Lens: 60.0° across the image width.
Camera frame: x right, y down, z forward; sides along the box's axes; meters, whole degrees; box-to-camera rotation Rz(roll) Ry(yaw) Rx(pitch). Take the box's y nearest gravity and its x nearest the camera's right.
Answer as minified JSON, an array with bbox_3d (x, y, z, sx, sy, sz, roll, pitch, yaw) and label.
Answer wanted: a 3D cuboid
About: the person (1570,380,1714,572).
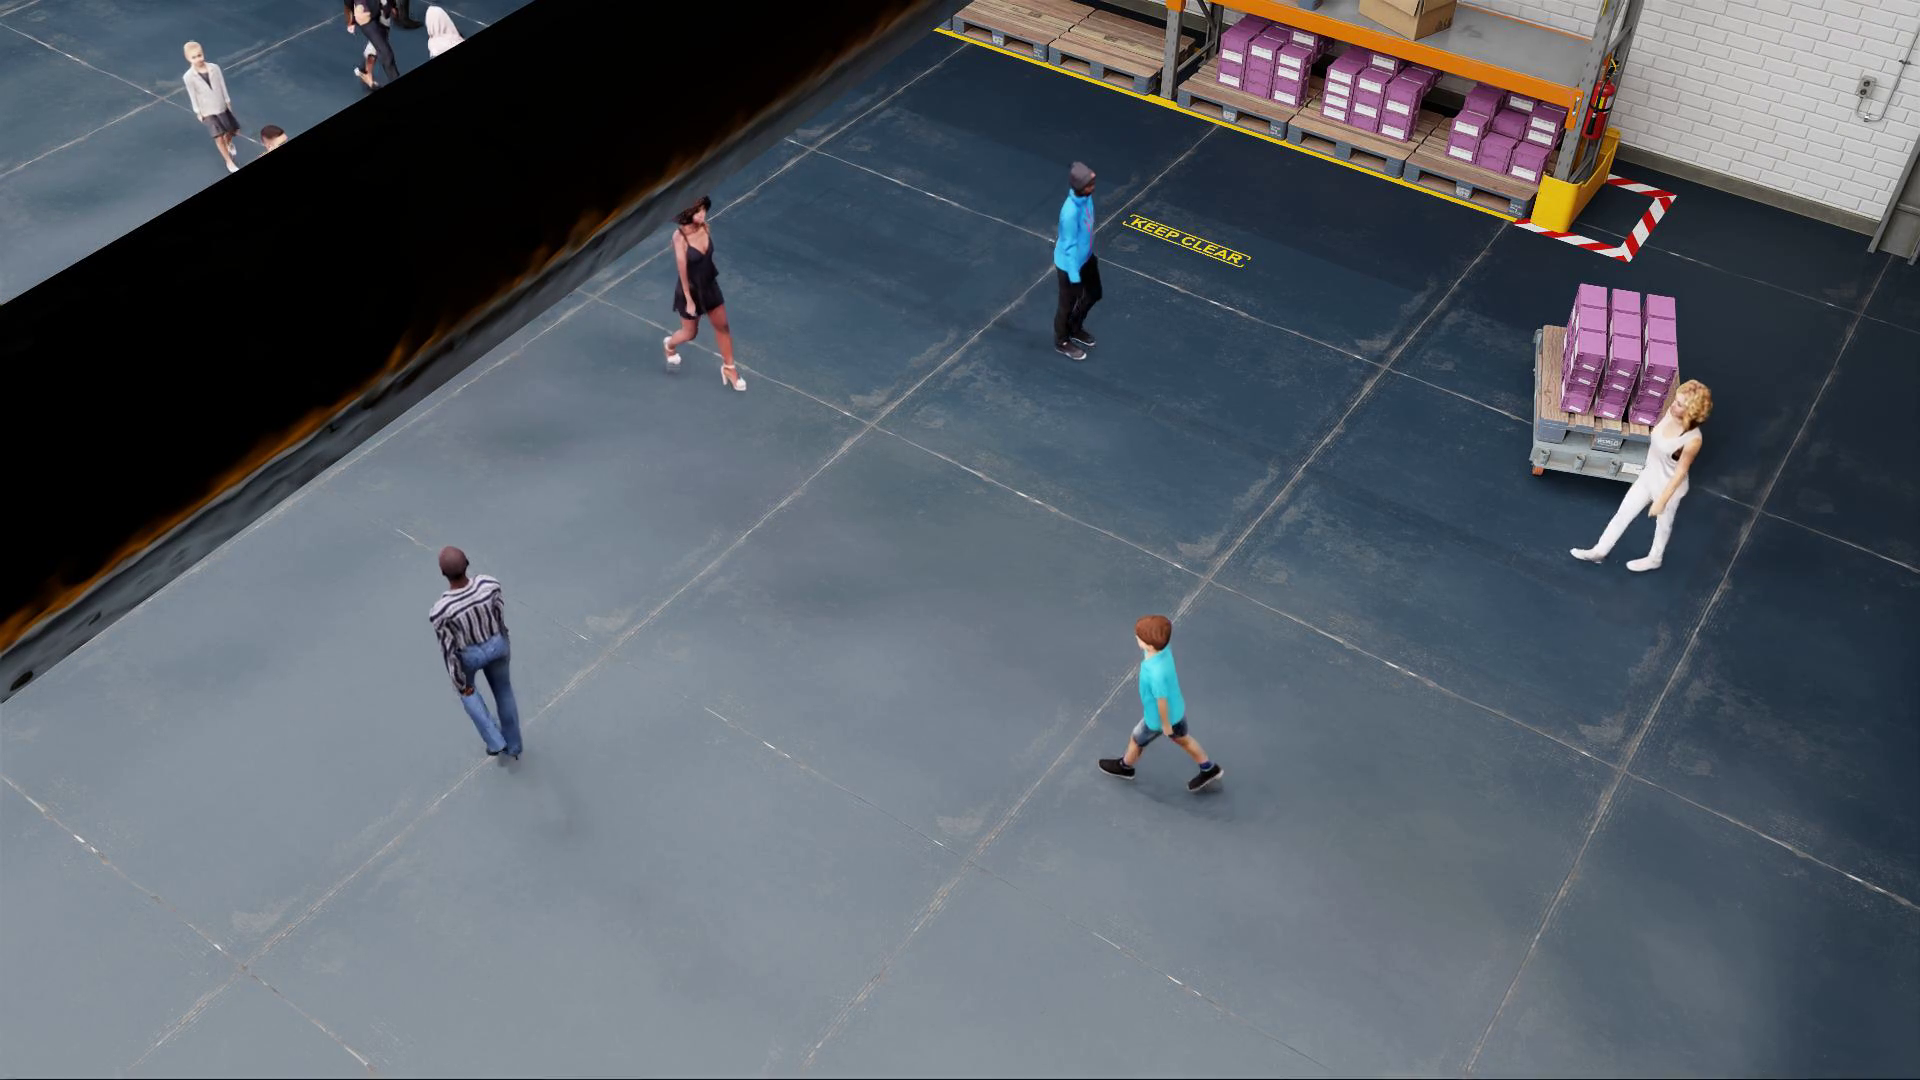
[{"bbox_3d":[4.881,-0.398,11.347,1.008,1.648,0.933,-5,44,-5],"label":"person"}]

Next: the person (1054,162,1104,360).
[{"bbox_3d":[0.822,-2.217,13.156,0.649,1.786,0.696,17,46,17],"label":"person"}]

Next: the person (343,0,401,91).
[{"bbox_3d":[-5.771,-5.117,16.153,1.216,1.852,0.757,21,48,21],"label":"person"}]

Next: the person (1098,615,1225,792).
[{"bbox_3d":[1.301,1.032,10.026,1.065,1.400,0.761,10,44,10],"label":"person"}]

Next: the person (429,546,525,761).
[{"bbox_3d":[-2.841,0.752,10.043,0.702,1.782,0.707,-30,51,-28],"label":"person"}]

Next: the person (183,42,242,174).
[{"bbox_3d":[-6.952,-4.033,15.440,0.604,1.265,0.727,-29,51,-27],"label":"person"}]

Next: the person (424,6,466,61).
[{"bbox_3d":[-4.519,-4.138,15.312,1.123,1.595,0.985,1,44,2],"label":"person"}]

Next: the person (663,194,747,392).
[{"bbox_3d":[-2.084,-1.929,12.870,0.995,1.764,0.597,28,50,26],"label":"person"}]
